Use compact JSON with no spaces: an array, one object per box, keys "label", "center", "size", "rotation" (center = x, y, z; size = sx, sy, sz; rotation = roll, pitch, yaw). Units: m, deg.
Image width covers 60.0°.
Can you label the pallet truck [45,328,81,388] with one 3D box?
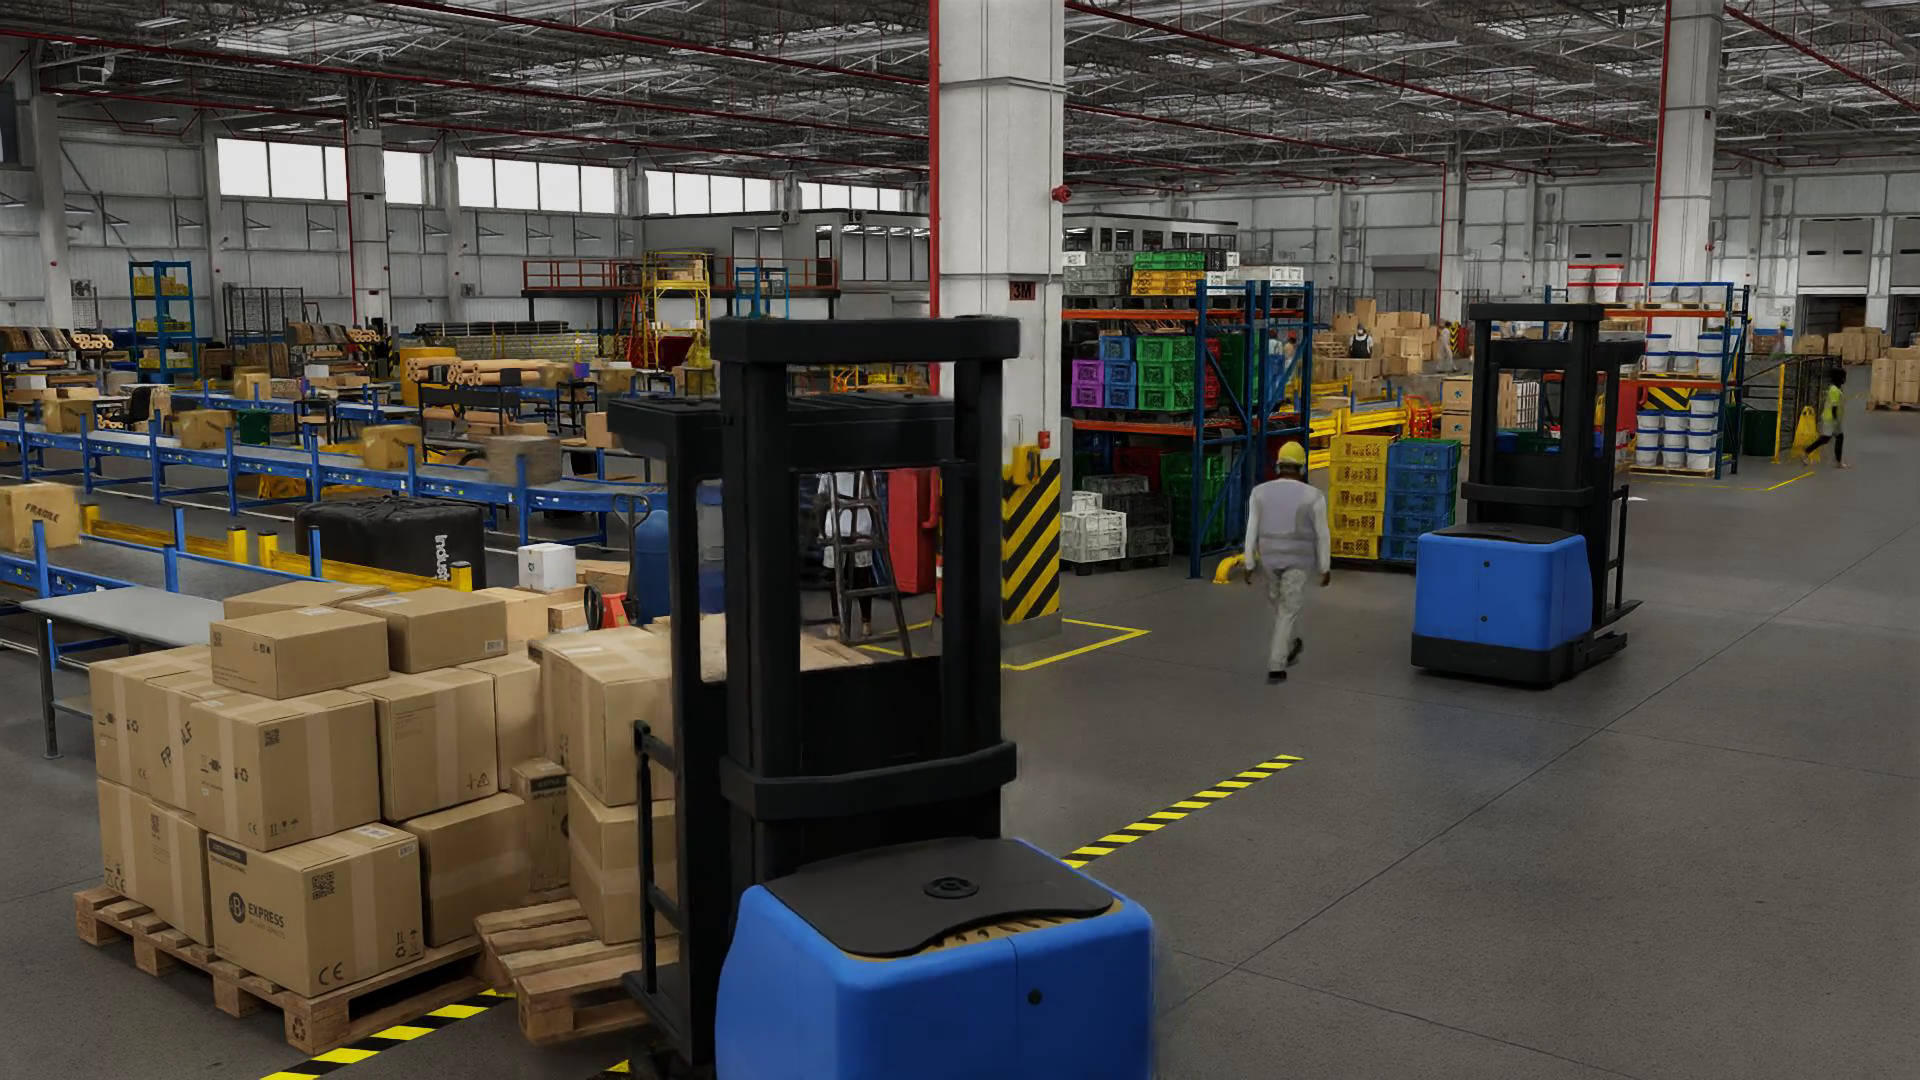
[{"label":"pallet truck","center":[-23.775,-4.544,43.495],"size":[1.885,1.965,0.823],"rotation":[6,10,35]}]

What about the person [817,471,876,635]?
[{"label":"person","center":[-0.959,-0.039,14.130],"size":[0.532,1.697,0.319],"rotation":[-3,9,-17]}]

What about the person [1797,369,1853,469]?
[{"label":"person","center":[14.356,-2.008,27.520],"size":[0.774,1.668,0.538],"rotation":[5,10,31]}]

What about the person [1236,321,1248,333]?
[{"label":"person","center":[9.453,-6.315,55.463],"size":[0.623,1.992,1.030],"rotation":[-2,9,-11]}]

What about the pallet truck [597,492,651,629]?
[{"label":"pallet truck","center":[-3.115,0.344,12.883],"size":[0.653,1.274,1.630],"rotation":[7,11,37]}]

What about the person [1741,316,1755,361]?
[{"label":"person","center":[33.746,-8.619,71.197],"size":[0.588,1.927,0.370],"rotation":[-7,11,-39]}]

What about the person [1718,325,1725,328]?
[{"label":"person","center":[29.653,-7.591,65.111],"size":[0.706,1.681,0.541],"rotation":[2,9,10]}]

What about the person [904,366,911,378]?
[{"label":"person","center":[-1.628,-5.971,53.883],"size":[0.306,1.772,0.525],"rotation":[-8,12,-44]}]

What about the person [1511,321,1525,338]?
[{"label":"person","center":[26.476,-9.781,79.102],"size":[0.568,1.900,0.878],"rotation":[-6,10,-35]}]

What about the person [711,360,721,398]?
[{"label":"person","center":[-5.693,-3.782,38.847],"size":[0.621,1.852,0.527],"rotation":[4,9,22]}]

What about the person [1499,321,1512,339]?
[{"label":"person","center":[24.128,-9.014,73.649],"size":[0.395,1.993,0.623],"rotation":[-7,11,-40]}]

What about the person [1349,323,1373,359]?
[{"label":"person","center":[11.710,-5.336,48.687],"size":[0.673,2.000,0.536],"rotation":[3,9,20]}]

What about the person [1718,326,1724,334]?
[{"label":"person","center":[24.662,-6.038,54.164],"size":[0.916,1.828,0.528],"rotation":[8,12,44]}]

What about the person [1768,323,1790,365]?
[{"label":"person","center":[33.201,-7.919,67.212],"size":[0.938,1.711,0.529],"rotation":[6,10,34]}]

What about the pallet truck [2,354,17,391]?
[{"label":"pallet truck","center":[-24.881,-4.417,42.634],"size":[1.885,1.965,0.823],"rotation":[8,11,41]}]

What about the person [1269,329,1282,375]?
[{"label":"person","center":[8.832,-5.026,47.143],"size":[0.657,1.872,0.435],"rotation":[3,9,22]}]

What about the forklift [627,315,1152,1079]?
[{"label":"forklift","center":[-0.286,0.669,5.386],"size":[1.129,2.768,1.873],"rotation":[-5,10,-28]}]

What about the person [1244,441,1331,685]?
[{"label":"person","center":[2.505,0.149,12.537],"size":[0.619,1.785,0.931],"rotation":[5,10,32]}]

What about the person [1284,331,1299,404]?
[{"label":"person","center":[8.672,-4.505,43.487],"size":[0.402,1.918,0.565],"rotation":[1,8,5]}]

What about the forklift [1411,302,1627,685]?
[{"label":"forklift","center":[4.379,-0.438,12.852],"size":[1.129,2.768,1.873],"rotation":[7,11,37]}]

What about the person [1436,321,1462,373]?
[{"label":"person","center":[17.669,-6.944,59.997],"size":[0.957,1.896,0.656],"rotation":[1,8,4]}]

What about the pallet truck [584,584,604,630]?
[{"label":"pallet truck","center":[-1.426,0.805,10.019],"size":[1.601,1.201,0.680],"rotation":[-4,9,-26]}]
